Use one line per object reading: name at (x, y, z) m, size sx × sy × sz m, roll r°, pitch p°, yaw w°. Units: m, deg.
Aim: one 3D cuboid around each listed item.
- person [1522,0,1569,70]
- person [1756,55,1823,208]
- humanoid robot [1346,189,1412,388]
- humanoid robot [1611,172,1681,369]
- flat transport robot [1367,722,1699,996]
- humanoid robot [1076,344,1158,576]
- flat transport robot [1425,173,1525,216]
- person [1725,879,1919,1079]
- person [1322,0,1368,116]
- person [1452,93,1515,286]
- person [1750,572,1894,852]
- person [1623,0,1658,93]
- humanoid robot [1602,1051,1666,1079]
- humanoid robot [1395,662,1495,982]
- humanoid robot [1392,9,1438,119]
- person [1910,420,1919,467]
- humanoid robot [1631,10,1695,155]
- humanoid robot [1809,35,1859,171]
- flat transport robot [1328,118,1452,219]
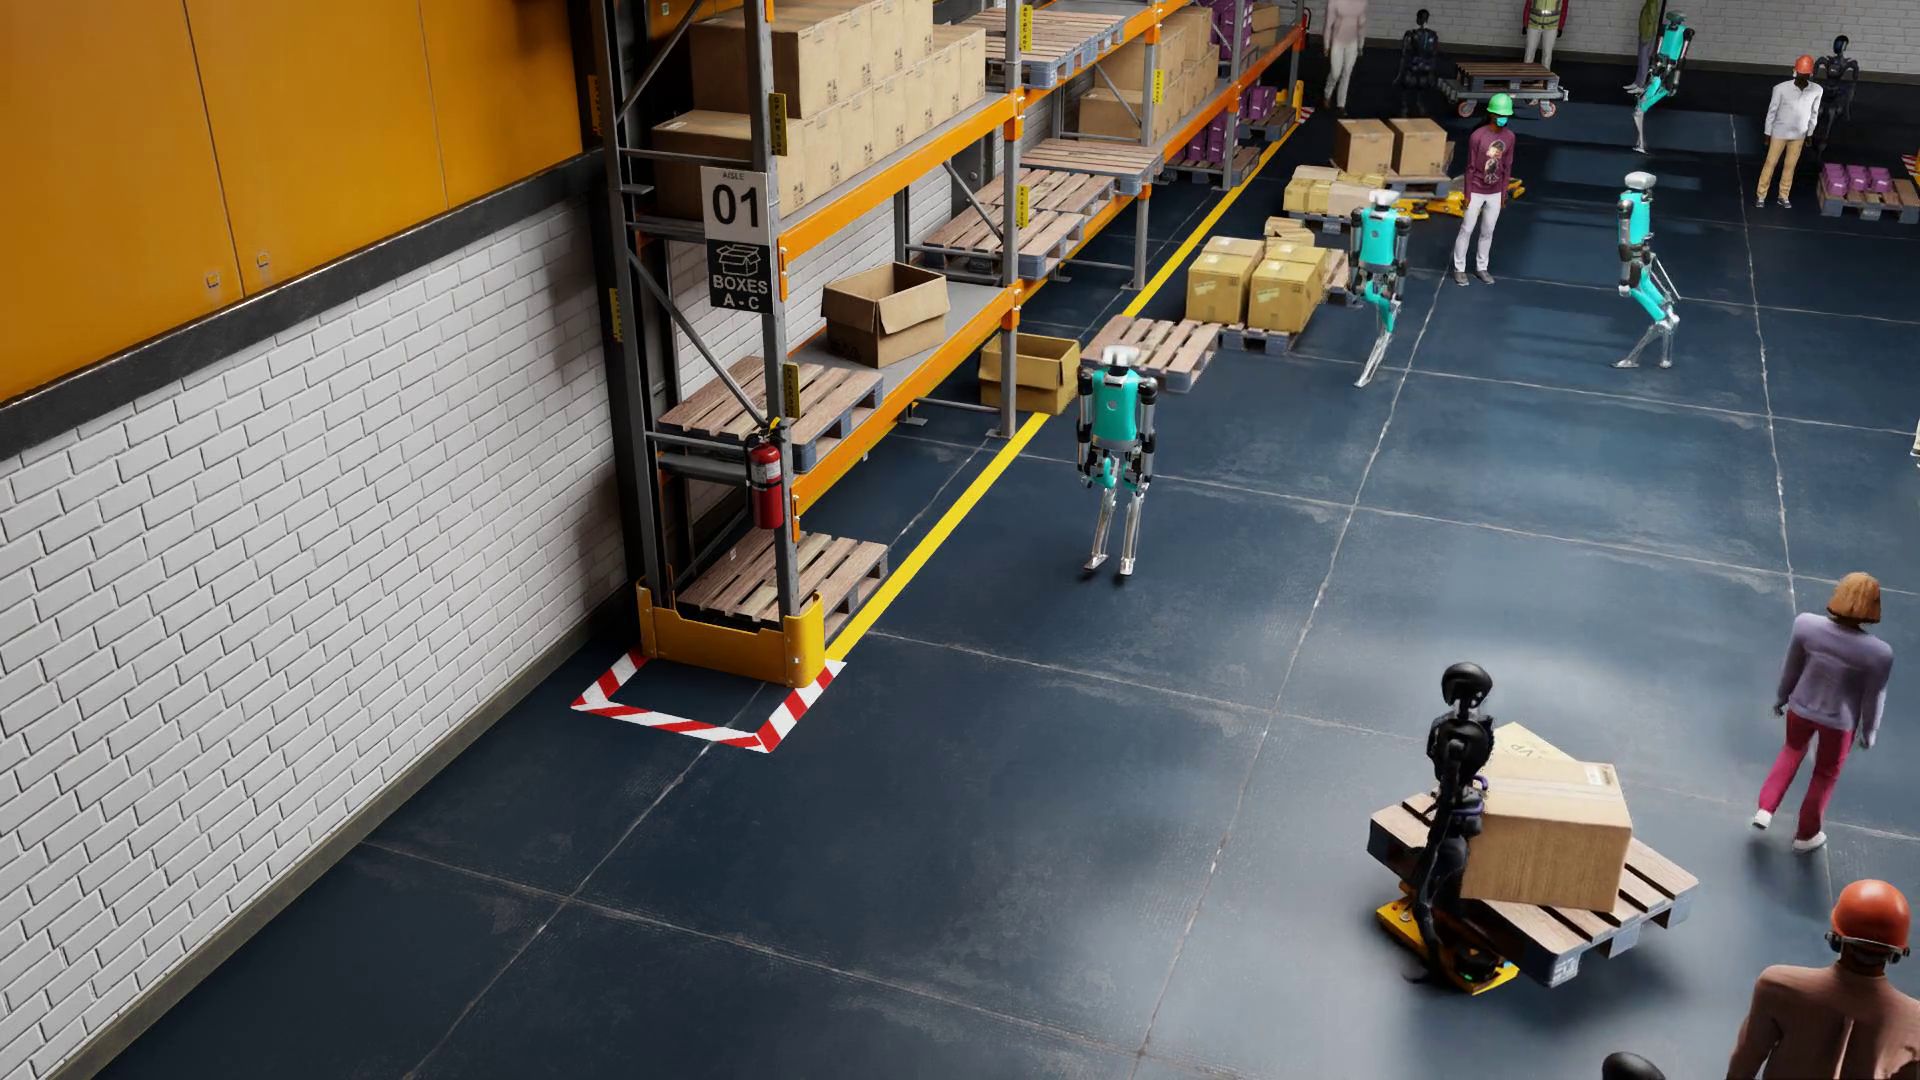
person at (8.776, -7.729, 25.027) m, size 0.624 × 1.844 × 0.429 m, roll 11°, pitch 29°, yaw 20°
person at (9.641, -4.738, 19.319) m, size 0.574 × 1.749 × 0.333 m, roll 3°, pitch 27°, yaw 6°
humanoid robot at (3.758, -2.281, 14.595) m, size 0.537 × 1.768 × 0.956 m, roll 18°, pitch 32°, yaw 31°
humanoid robot at (6.135, -2.298, 14.609) m, size 0.874 × 1.773 × 0.596 m, roll 21°, pitch 34°, yaw 35°
flat transport robot at (2.840, 1.776, 8.305) m, size 1.431 × 0.231 × 0.659 m, roll -15°, pitch 31°, yaw -27°
humanoid robot at (1.092, -0.590, 11.147) m, size 0.533 × 1.677 × 0.735 m, roll 10°, pitch 29°, yaw 18°
flat transport robot at (6.096, -4.106, 19.716) m, size 0.659 × 0.231 × 1.431 m, roll 21°, pitch 34°, yaw 35°
person at (3.040, 2.047, 5.913) m, size 0.616 × 1.986 × 0.403 m, roll 15°, pitch 31°, yaw 27°
person at (5.433, -6.977, 23.472) m, size 0.647 × 1.929 × 0.442 m, roll -6°, pitch 28°, yaw -12°
person at (5.302, -3.537, 16.793) m, size 0.481 × 1.944 × 0.432 m, roll -3°, pitch 27°, yaw -7°
person at (4.426, 0.903, 8.524) m, size 0.391 × 1.624 × 0.510 m, roll -20°, pitch 34°, yaw -34°
person at (10.220, -7.512, 24.831) m, size 0.285 × 1.631 × 0.500 m, roll 6°, pitch 28°, yaw 11°
humanoid robot at (2.189, 2.365, 5.678) m, size 0.608 × 1.644 × 0.580 m, roll -24°, pitch 36°, yaw -39°
humanoid robot at (2.249, 1.294, 7.696) m, size 0.326 × 1.649 × 0.591 m, roll 10°, pitch 29°, yaw 18°
humanoid robot at (6.165, -6.287, 22.414) m, size 0.608 × 1.636 × 0.482 m, roll -7°, pitch 28°, yaw -14°
person at (7.731, -1.387, 12.824) m, size 0.336 × 1.747 × 0.563 m, roll 10°, pitch 29°, yaw 18°
humanoid robot at (9.008, -5.956, 21.698) m, size 0.878 × 1.774 × 0.590 m, roll -11°, pitch 29°, yaw -20°
humanoid robot at (10.978, -5.534, 20.974) m, size 0.611 × 1.637 × 0.689 m, roll 19°, pitch 33°, yaw 32°
flat transport robot at (5.021, -4.059, 19.624) m, size 0.659 × 0.231 × 1.431 m, roll -1°, pitch 27°, yaw -1°
